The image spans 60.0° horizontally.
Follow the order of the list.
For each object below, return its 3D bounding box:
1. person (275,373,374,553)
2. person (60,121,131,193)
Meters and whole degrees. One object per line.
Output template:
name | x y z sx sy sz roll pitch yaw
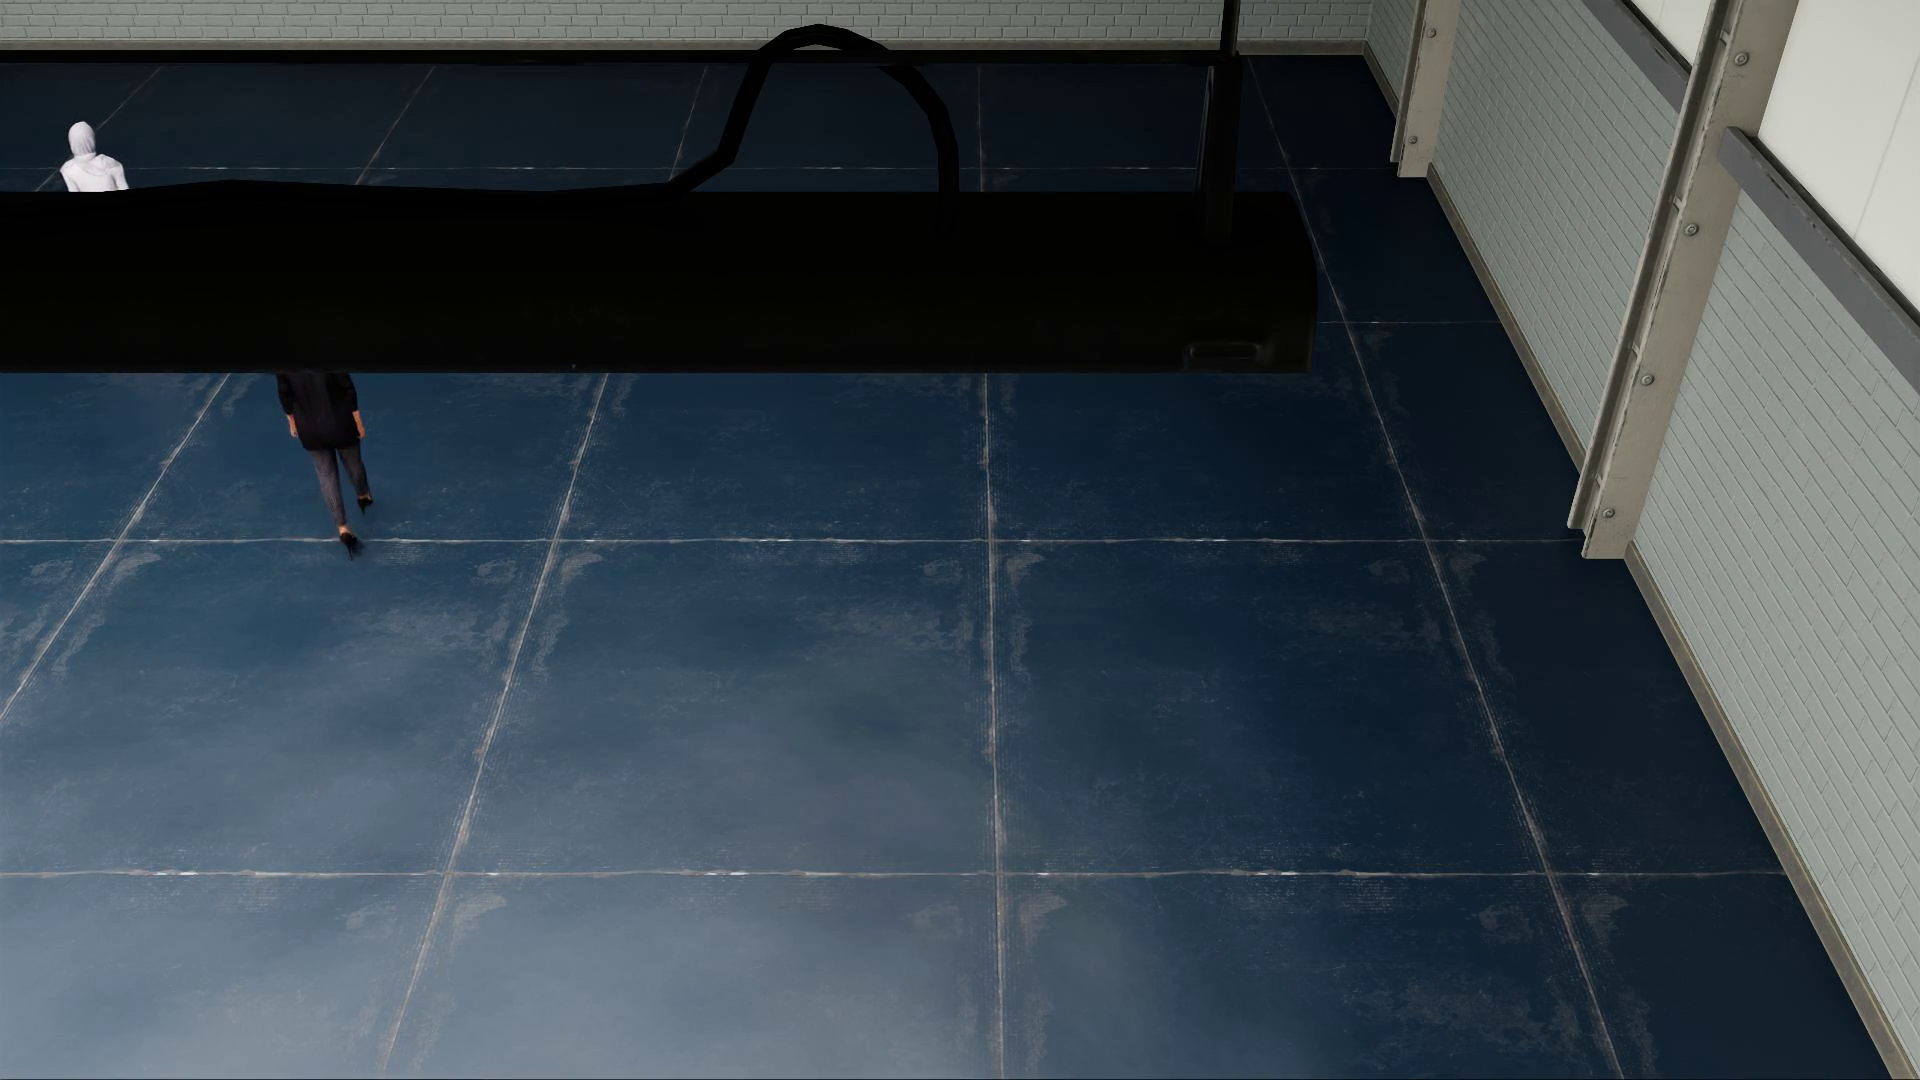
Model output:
person | -4.176 -0.680 10.948 0.773 1.684 1.003 -7 38 -9
person | -6.733 -2.469 13.226 0.653 1.776 0.598 -8 38 -10
